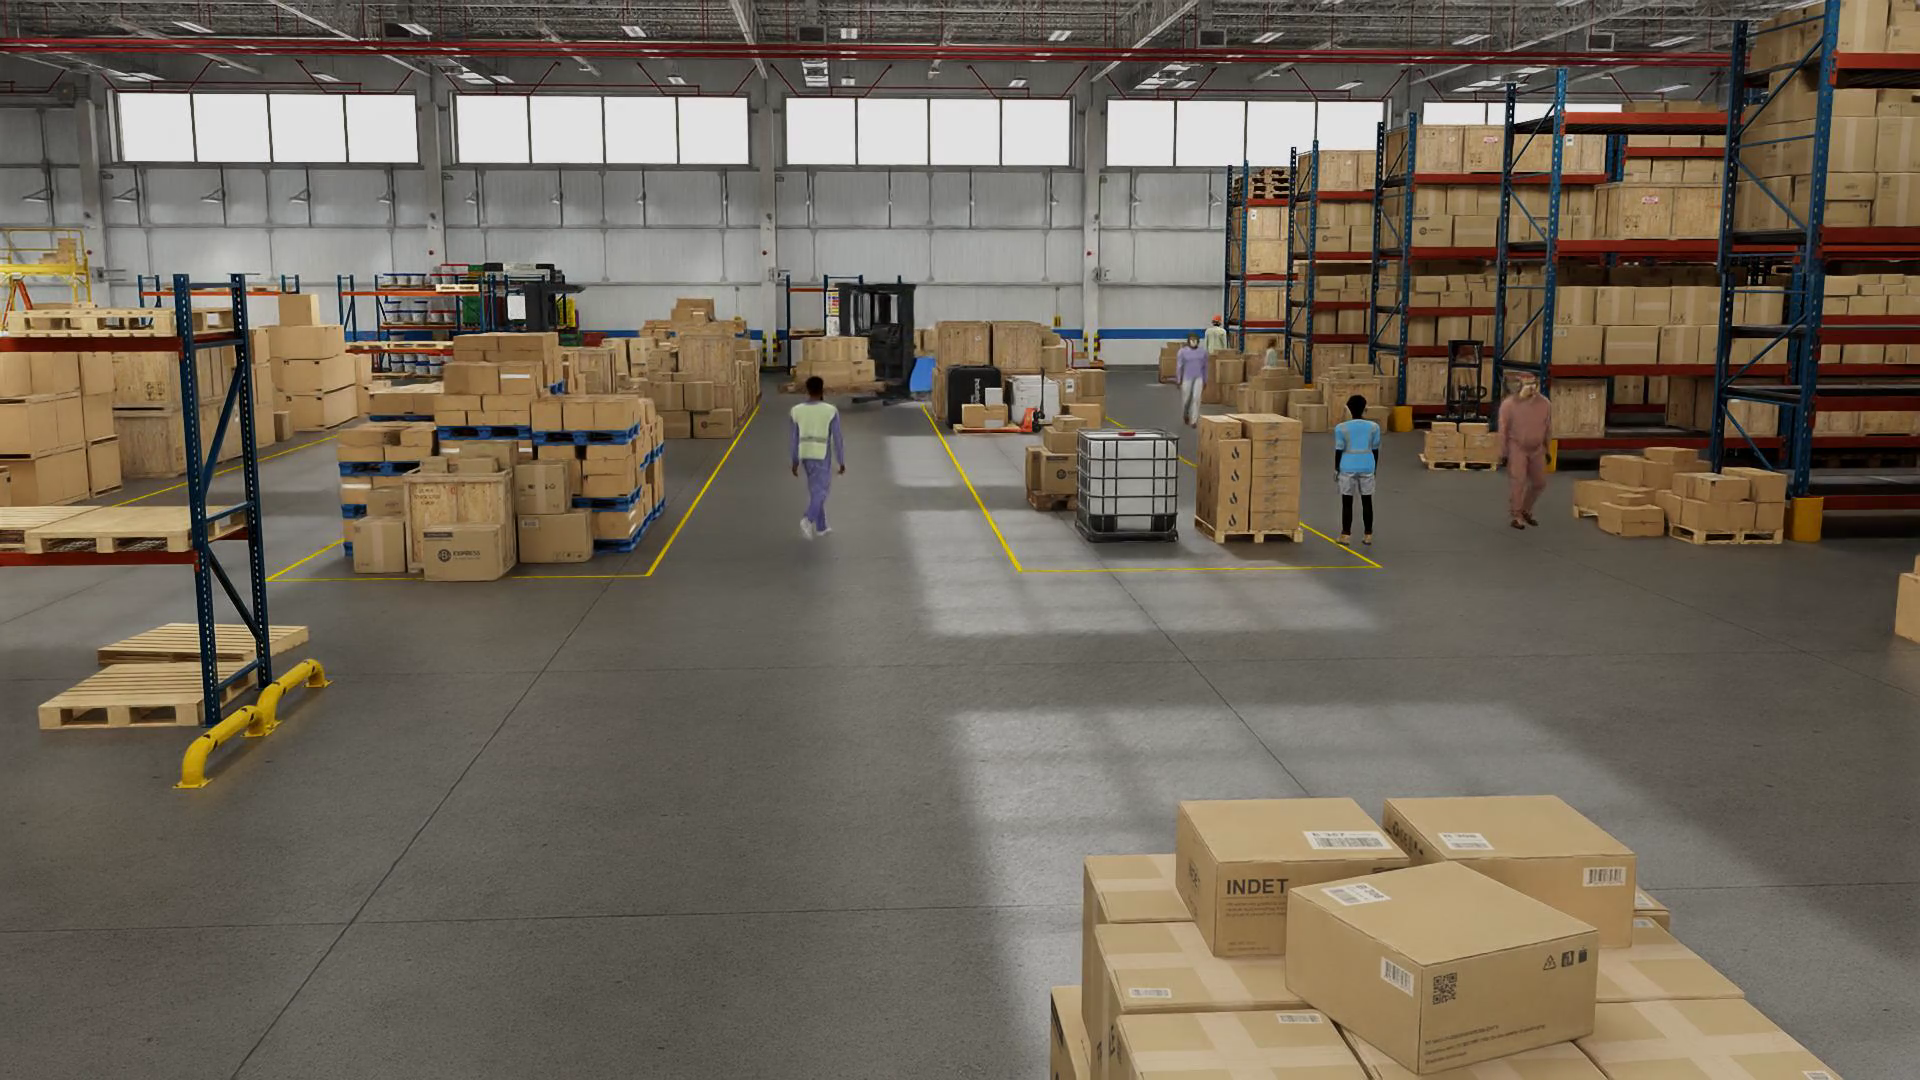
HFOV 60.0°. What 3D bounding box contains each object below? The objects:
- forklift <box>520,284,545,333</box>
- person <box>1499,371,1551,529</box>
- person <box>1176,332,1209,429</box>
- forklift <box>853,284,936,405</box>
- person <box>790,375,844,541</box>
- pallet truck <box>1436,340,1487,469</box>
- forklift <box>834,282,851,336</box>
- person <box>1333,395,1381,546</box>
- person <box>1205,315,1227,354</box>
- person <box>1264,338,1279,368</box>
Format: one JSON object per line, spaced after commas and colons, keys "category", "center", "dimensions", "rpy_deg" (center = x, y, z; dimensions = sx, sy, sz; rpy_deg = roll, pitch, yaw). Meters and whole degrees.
{"category": "forklift", "center": [-9.320, -4.225, 36.561], "dimensions": [1.873, 2.768, 1.129], "rpy_deg": [-1, 9, -4]}
{"category": "person", "center": [6.748, -1.064, 19.809], "dimensions": [0.664, 1.887, 0.447], "rpy_deg": [-1, 9, -7]}
{"category": "person", "center": [4.608, -3.176, 32.997], "dimensions": [0.631, 1.923, 0.642], "rpy_deg": [0, 9, 2]}
{"category": "forklift", "center": [-1.459, -4.612, 38.987], "dimensions": [1.129, 2.768, 1.873], "rpy_deg": [8, 12, 42]}
{"category": "person", "center": [-1.663, -0.946, 19.079], "dimensions": [0.597, 1.895, 0.872], "rpy_deg": [4, 10, 21]}
{"category": "pallet truck", "center": [8.004, -2.170, 26.422], "dimensions": [0.823, 1.965, 1.885], "rpy_deg": [2, 9, 14]}
{"category": "forklift", "center": [-3.123, -5.535, 44.788], "dimensions": [1.873, 2.768, 1.129], "rpy_deg": [-1, 9, -4]}
{"category": "person", "center": [4.434, -0.774, 18.610], "dimensions": [0.530, 1.692, 0.321], "rpy_deg": [-1, 9, -4]}
{"category": "person", "center": [6.689, -4.879, 43.434], "dimensions": [0.612, 1.995, 0.376], "rpy_deg": [5, 10, 29]}
{"category": "person", "center": [6.960, -3.749, 37.522], "dimensions": [0.688, 1.614, 0.525], "rpy_deg": [0, 9, 3]}
